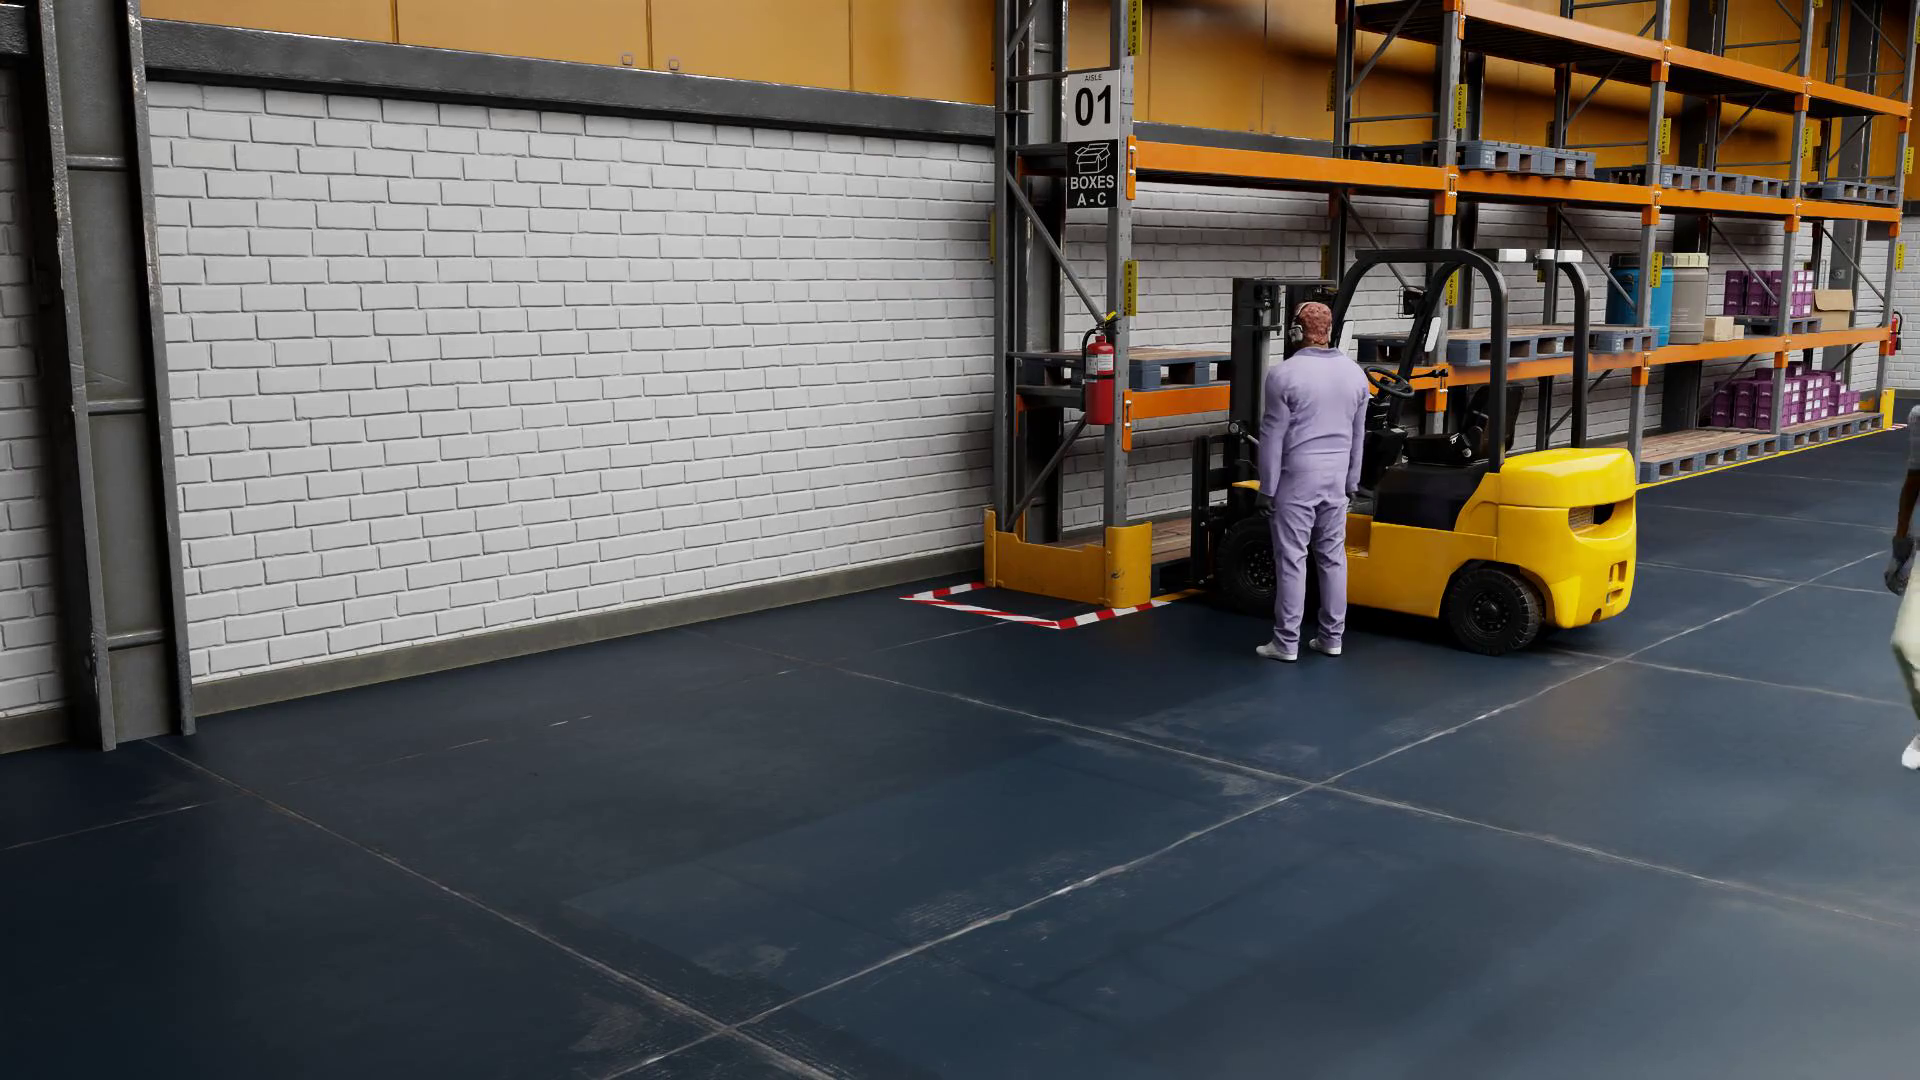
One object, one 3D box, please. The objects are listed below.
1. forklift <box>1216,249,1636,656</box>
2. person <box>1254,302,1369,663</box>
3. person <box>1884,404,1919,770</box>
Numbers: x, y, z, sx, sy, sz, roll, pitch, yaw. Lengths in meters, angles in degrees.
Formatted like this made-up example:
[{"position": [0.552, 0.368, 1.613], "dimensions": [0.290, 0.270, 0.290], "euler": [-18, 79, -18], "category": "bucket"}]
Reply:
[{"position": [2.710, -0.584, 9.626], "dimensions": [2.313, 2.155, 1.214], "euler": [9, 13, 43], "category": "forklift"}, {"position": [1.833, -0.303, 8.815], "dimensions": [0.646, 1.900, 0.403], "euler": [-5, 10, -27], "category": "person"}, {"position": [3.986, 0.069, 6.665], "dimensions": [0.418, 1.854, 0.561], "euler": [-8, 12, -41], "category": "person"}]
